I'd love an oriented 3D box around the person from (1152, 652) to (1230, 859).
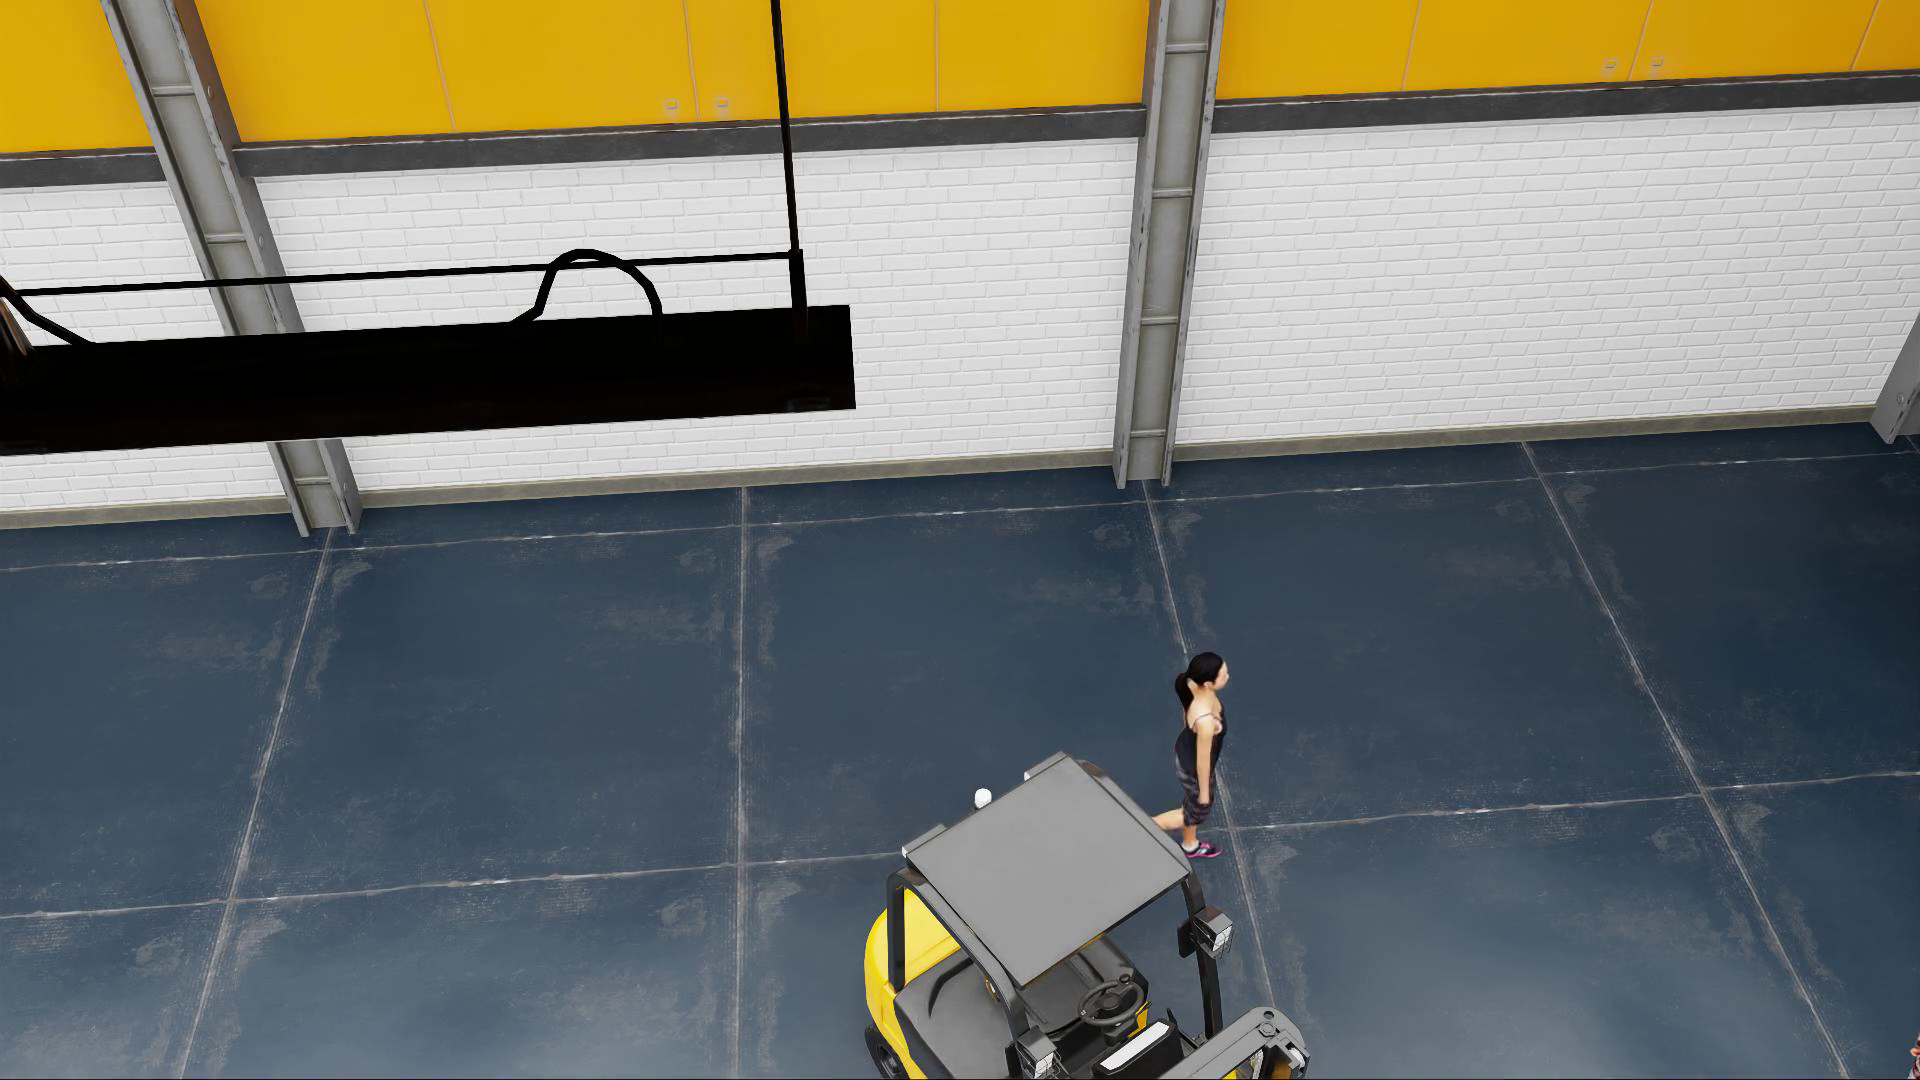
[{"bbox_3d":[1.256,1.284,9.472,0.861,1.717,0.609,-1,44,-1],"label":"person"}]
